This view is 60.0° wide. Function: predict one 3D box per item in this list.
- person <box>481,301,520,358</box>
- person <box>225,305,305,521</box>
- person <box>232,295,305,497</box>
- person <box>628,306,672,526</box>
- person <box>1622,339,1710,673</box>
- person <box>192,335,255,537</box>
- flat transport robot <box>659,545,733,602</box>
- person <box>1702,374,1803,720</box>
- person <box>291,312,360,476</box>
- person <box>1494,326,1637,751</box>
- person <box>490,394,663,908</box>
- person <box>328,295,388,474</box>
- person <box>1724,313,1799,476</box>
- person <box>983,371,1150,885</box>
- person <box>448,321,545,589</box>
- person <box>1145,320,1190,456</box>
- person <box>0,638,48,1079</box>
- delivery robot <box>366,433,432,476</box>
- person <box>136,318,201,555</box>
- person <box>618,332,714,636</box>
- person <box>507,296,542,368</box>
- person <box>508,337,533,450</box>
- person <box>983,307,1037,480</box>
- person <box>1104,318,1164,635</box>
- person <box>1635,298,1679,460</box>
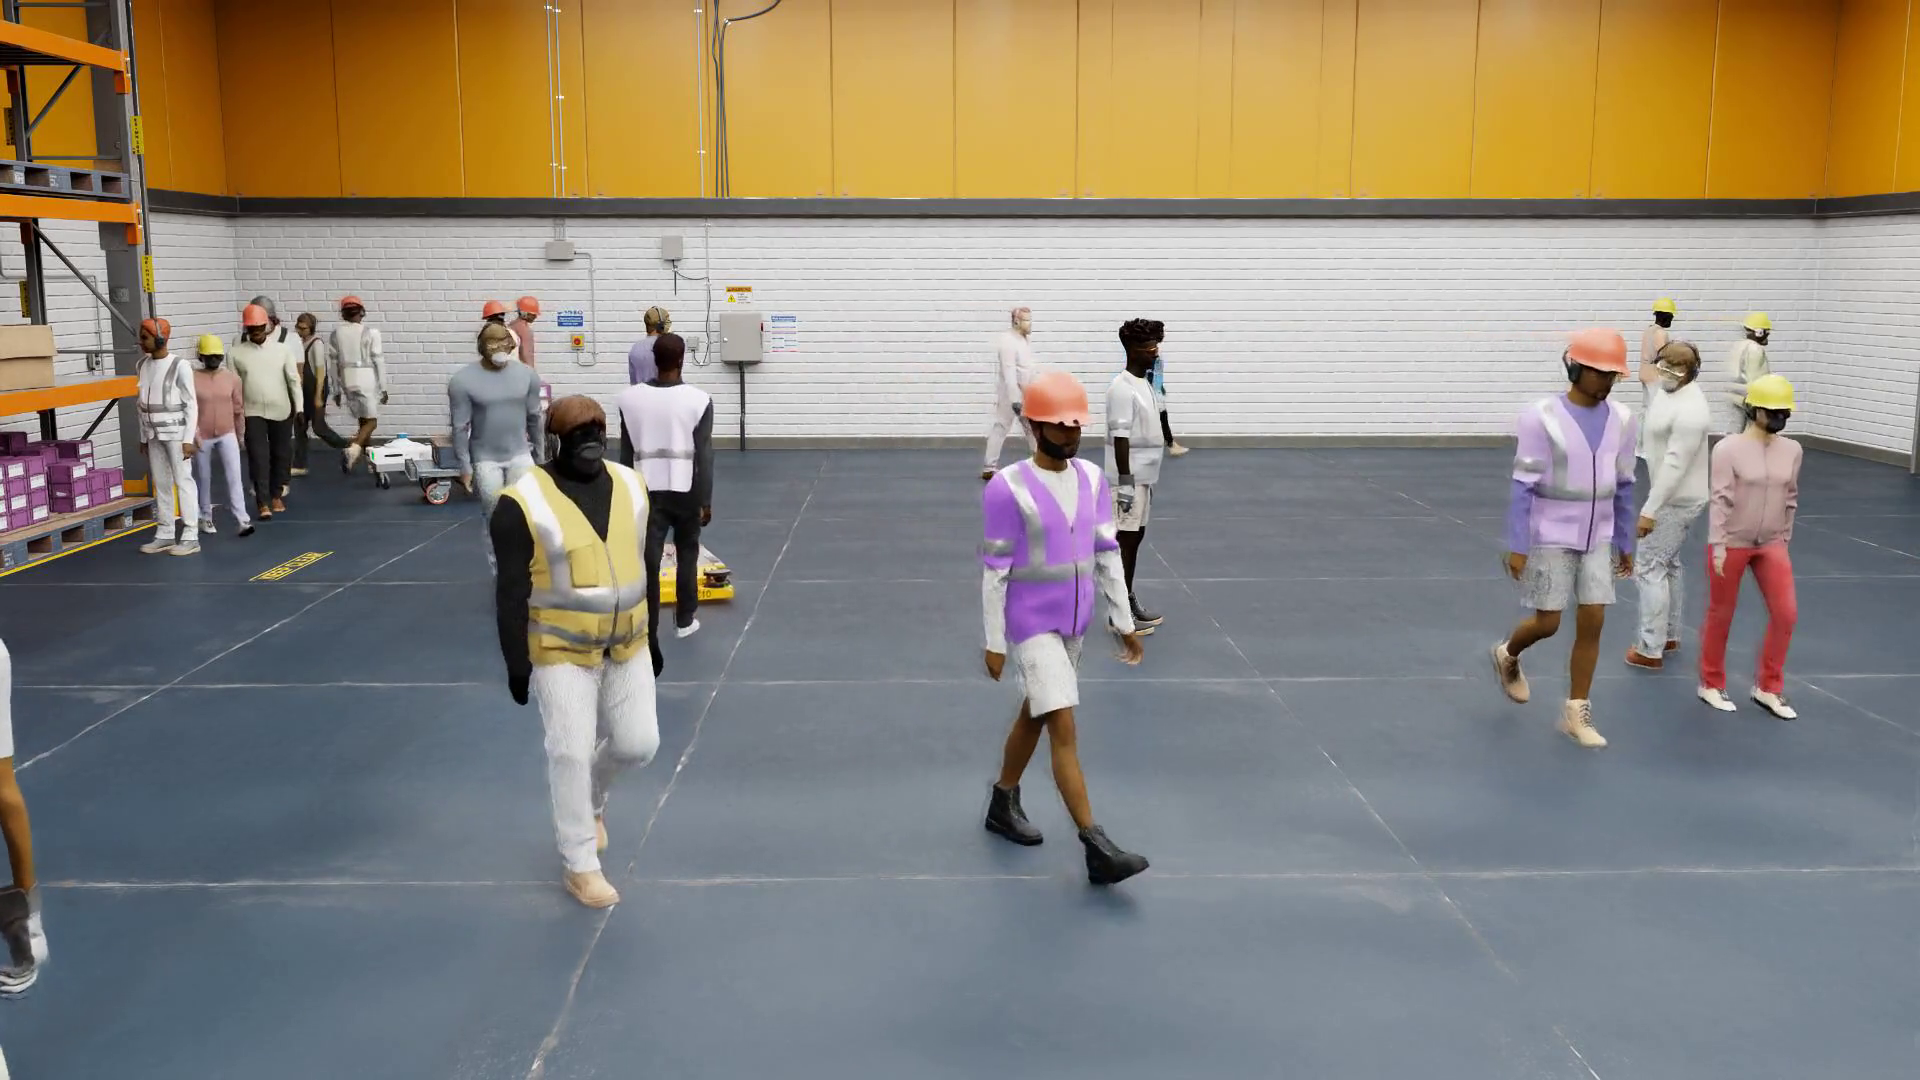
[{"bbox_3d":[-5.345,-1.799,19.169,0.856,1.895,0.569,4,10,25],"label":"person"},{"bbox_3d":[-6.340,-1.170,15.202,0.622,1.947,1.026,-4,10,-25],"label":"person"},{"bbox_3d":[-6.852,-1.434,16.506,0.689,2.000,0.538,-2,10,-13],"label":"person"},{"bbox_3d":[-2.670,-1.090,14.709,0.627,1.940,0.373,9,13,44],"label":"person"},{"bbox_3d":[4.007,-0.201,9.418,0.433,1.887,0.666,3,10,19],"label":"person"},{"bbox_3d":[-6.268,-0.869,14.025,0.522,1.708,0.909,-7,12,-38],"label":"person"},{"bbox_3d":[-2.077,0.213,11.819,0.652,0.197,1.431,-3,10,-19],"label":"flat transport robot"},{"bbox_3d":[4.004,0.042,8.375,0.535,1.743,0.619,-1,9,-6],"label":"person"},{"bbox_3d":[-7.062,-1.601,18.262,0.757,1.812,0.603,-9,13,-44],"label":"person"},{"bbox_3d":[2.904,-0.035,8.050,0.652,2.011,0.742,-2,9,-12],"label":"person"},{"bbox_3d":[-1.369,0.383,6.000,0.636,1.832,0.525,-8,12,-41],"label":"person"},{"bbox_3d":[-6.580,-1.672,18.118,0.654,1.988,0.805,2,9,10],"label":"person"},{"bbox_3d":[8.432,-1.475,17.493,0.812,1.797,0.622,1,9,8],"label":"person"},{"bbox_3d":[0.381,0.312,6.268,0.563,1.882,0.990,-7,12,-39],"label":"person"},{"bbox_3d":[-3.109,-0.518,11.267,0.651,1.915,0.511,-5,11,-28],"label":"person"},{"bbox_3d":[2.328,-1.830,20.133,0.861,1.648,0.536,-1,9,-7],"label":"person"},{"bbox_3d":[-2.239,0.785,3.515,0.493,1.847,0.412,-6,11,-35],"label":"person"},{"bbox_3d":[-5.809,-0.875,17.332,0.707,0.478,0.477,-5,10,-28],"label":"delivery robot"},{"bbox_3d":[-6.295,-0.816,13.200,0.574,1.881,0.358,4,10,24],"label":"person"},{"bbox_3d":[-1.769,-0.297,9.994,0.597,1.894,0.850,1,9,5],"label":"person"},{"bbox_3d":[-5.254,-1.923,19.791,0.559,1.952,0.616,-9,13,-42],"label":"person"},{"bbox_3d":[-4.999,-1.510,18.328,0.724,1.596,0.518,2,9,11],"label":"person"},{"bbox_3d":[0.672,-1.534,17.674,0.971,1.855,0.677,4,10,25],"label":"person"},{"bbox_3d":[1.090,-0.402,10.402,0.361,1.965,0.613,3,10,18],"label":"person"},{"bbox_3d":[8.275,-1.907,19.763,0.380,1.922,0.591,1,9,7],"label":"person"}]
